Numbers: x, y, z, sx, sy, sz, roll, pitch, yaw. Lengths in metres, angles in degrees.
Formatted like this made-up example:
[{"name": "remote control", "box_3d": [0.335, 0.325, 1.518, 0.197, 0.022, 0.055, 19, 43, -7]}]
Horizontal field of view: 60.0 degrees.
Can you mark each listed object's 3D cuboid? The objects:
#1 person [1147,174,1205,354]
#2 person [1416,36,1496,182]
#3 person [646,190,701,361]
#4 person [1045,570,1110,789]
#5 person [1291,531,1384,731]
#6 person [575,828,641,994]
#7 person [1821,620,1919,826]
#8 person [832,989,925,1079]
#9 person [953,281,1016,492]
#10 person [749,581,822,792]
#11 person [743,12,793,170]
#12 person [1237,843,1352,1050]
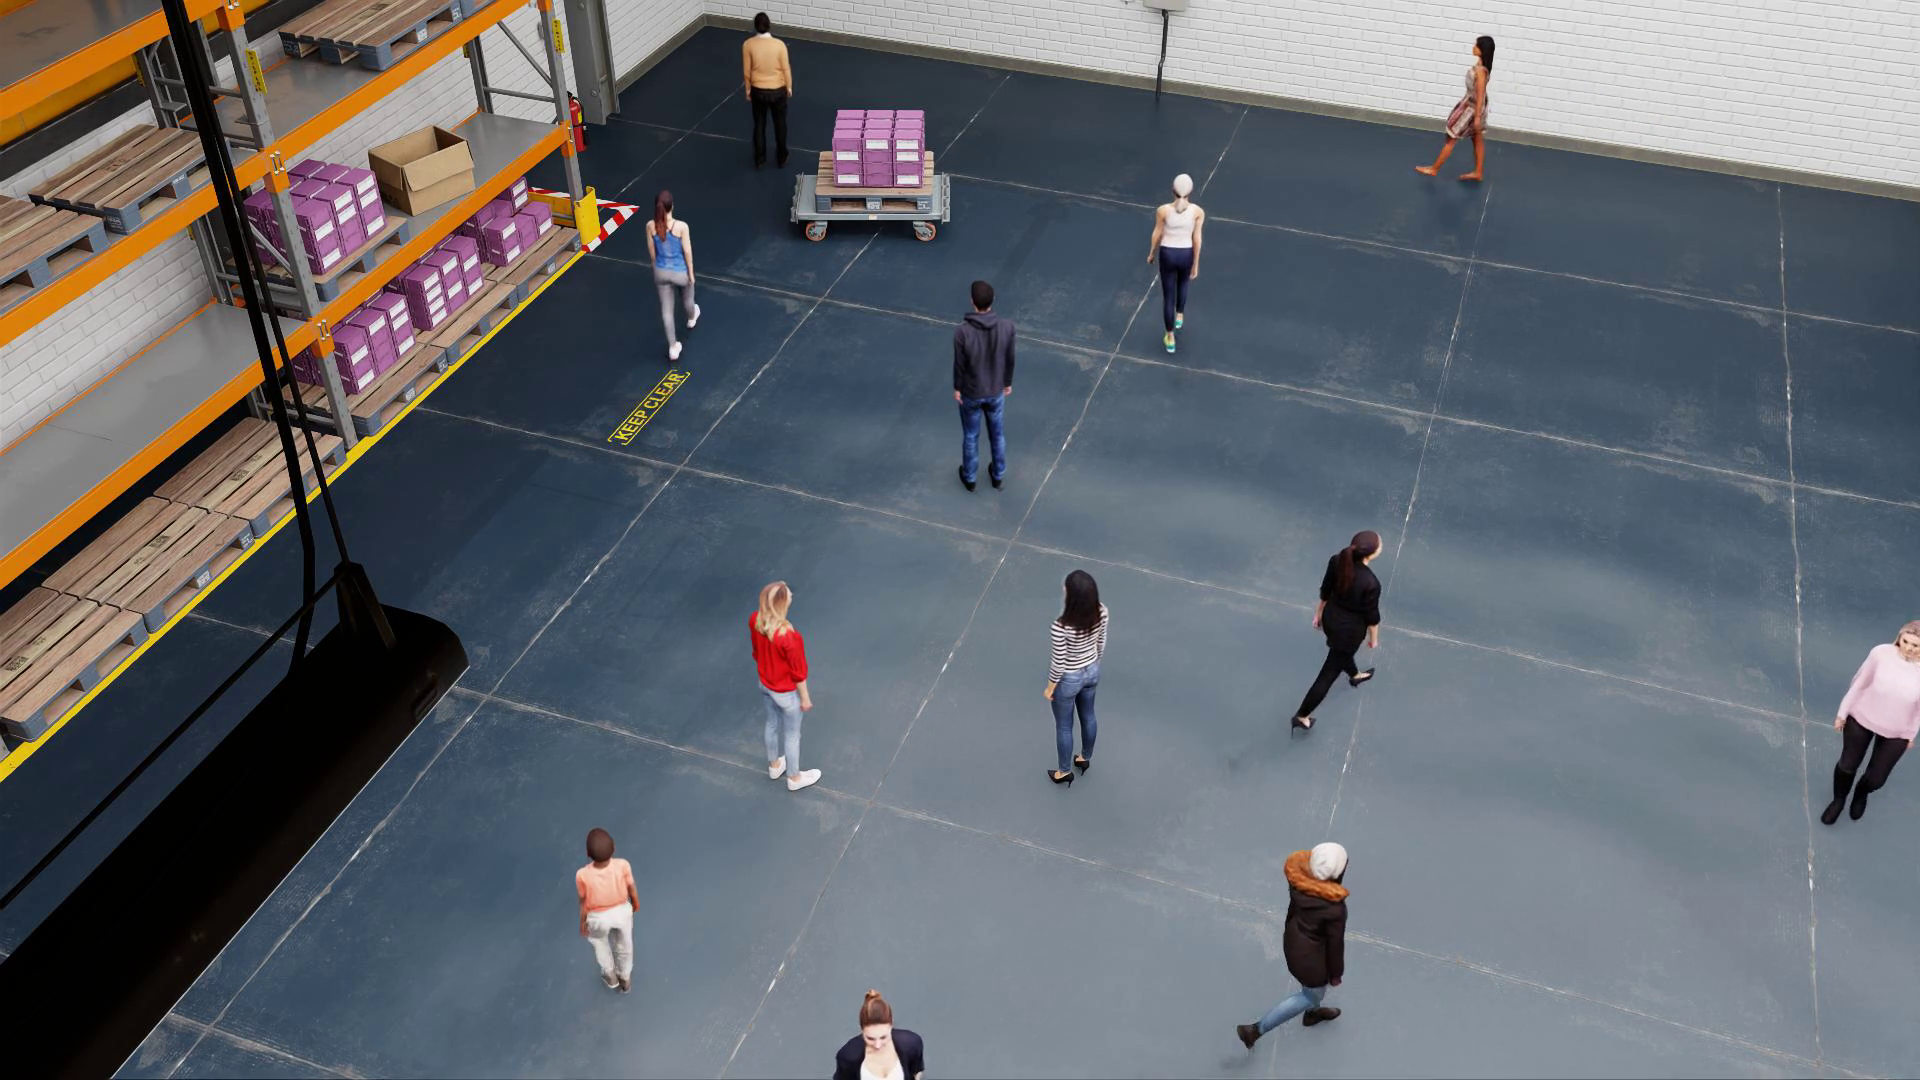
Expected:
[{"name": "person", "box_3d": [1.986, -2.502, 15.252, 0.809, 1.679, 1.002, -1, 39, -1]}, {"name": "person", "box_3d": [5.631, -4.628, 17.962, 0.730, 1.620, 0.892, 11, 40, 13]}, {"name": "person", "box_3d": [-2.650, -2.390, 15.199, 0.767, 1.573, 1.073, 3, 39, 3]}, {"name": "person", "box_3d": [0.756, 0.915, 10.880, 0.599, 1.797, 0.702, -23, 44, -26]}, {"name": "person", "box_3d": [2.549, 0.669, 11.343, 1.156, 1.603, 1.037, -20, 43, -24]}, {"name": "person", "box_3d": [-2.035, 2.203, 9.661, 0.593, 1.305, 0.636, -11, 40, -13]}, {"name": "person", "box_3d": [5.937, 1.140, 10.694, 0.703, 1.678, 0.712, 26, 45, 29]}, {"name": "person", "box_3d": [-0.416, 2.840, 8.604, 0.941, 1.630, 1.202, -3, 39, -3]}, {"name": "person", "box_3d": [0.181, -1.225, 13.486, 0.754, 1.888, 0.786, -11, 40, -14]}, {"name": "person", "box_3d": [-1.173, 0.956, 10.902, 0.683, 1.704, 0.645, 30, 48, 32]}, {"name": "person", "box_3d": [-2.095, -4.901, 18.197, 0.751, 1.754, 0.730, 1, 39, 1]}, {"name": "person", "box_3d": [1.924, 2.299, 9.291, 1.033, 1.618, 1.013, -13, 40, -16]}]
